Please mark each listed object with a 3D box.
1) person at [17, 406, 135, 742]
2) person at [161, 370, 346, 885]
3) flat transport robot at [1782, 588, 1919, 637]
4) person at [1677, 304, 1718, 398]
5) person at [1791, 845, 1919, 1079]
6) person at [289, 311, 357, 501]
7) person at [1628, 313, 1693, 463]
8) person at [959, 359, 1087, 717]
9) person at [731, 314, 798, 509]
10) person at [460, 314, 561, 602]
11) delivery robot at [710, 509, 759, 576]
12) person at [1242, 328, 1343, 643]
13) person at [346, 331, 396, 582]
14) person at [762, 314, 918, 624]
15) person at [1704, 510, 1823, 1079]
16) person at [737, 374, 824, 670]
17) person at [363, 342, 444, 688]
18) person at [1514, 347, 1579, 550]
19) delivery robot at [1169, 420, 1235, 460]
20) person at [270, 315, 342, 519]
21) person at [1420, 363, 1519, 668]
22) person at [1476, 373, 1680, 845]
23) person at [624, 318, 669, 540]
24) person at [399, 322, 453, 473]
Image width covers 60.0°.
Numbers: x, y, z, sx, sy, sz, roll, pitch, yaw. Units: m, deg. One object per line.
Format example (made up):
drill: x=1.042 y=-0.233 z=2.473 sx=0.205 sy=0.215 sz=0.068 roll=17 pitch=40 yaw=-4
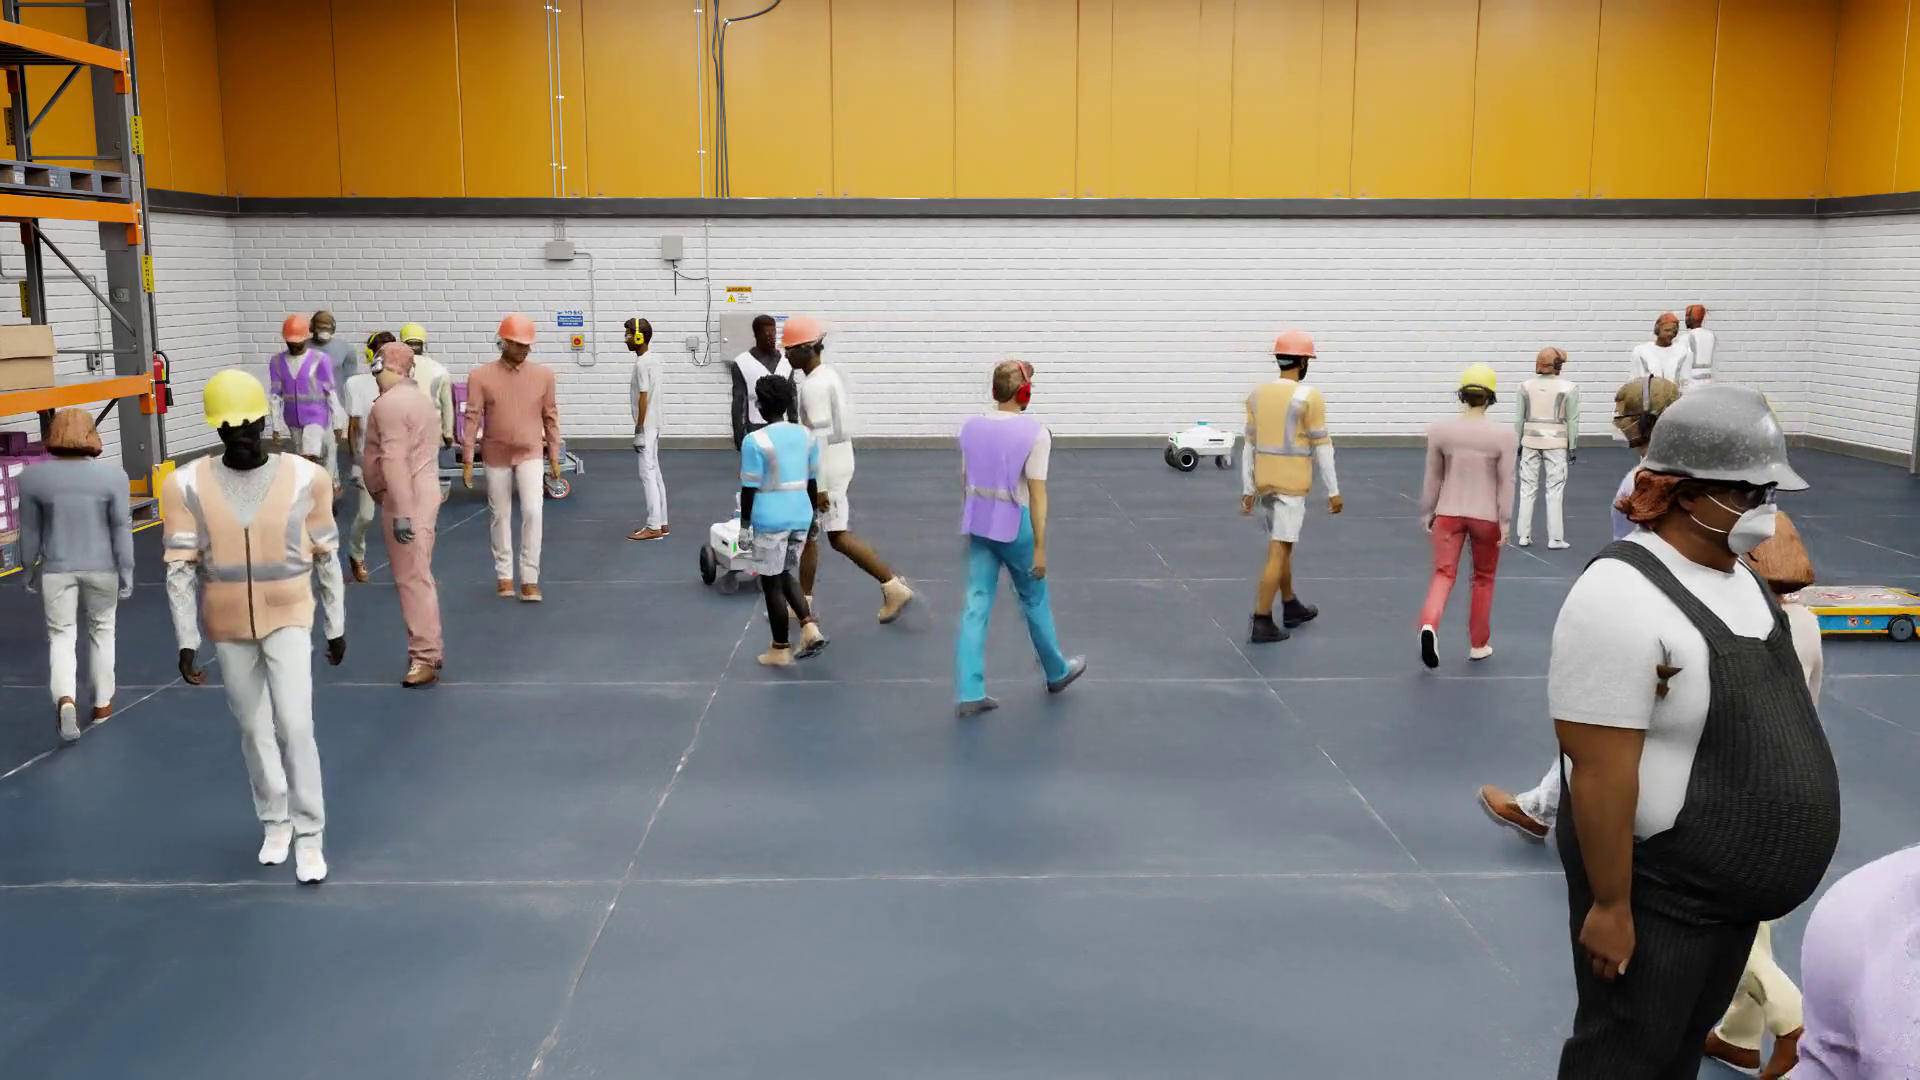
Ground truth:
person: x=-4.285 y=0.157 z=8.078 sx=0.512 sy=1.604 sz=0.737 roll=-4 pitch=10 yaw=-24
person: x=-2.600 y=0.329 z=6.138 sx=0.589 sy=1.894 sz=0.772 roll=-2 pitch=10 yaw=-14
flat transport robot: x=5.395 y=0.445 z=10.393 sx=1.431 sy=0.197 sz=0.652 roll=0 pitch=9 yaw=-1
person: x=8.397 y=-1.759 z=19.054 sx=0.576 sy=1.868 sz=0.430 roll=-4 pitch=10 yaw=-21
person: x=1.312 y=1.016 z=1.979 sx=0.656 sy=1.883 sz=0.799 roll=8 pitch=12 yaw=40
person: x=-6.094 y=-1.256 z=15.947 sx=0.652 sy=1.879 sz=1.001 roll=-2 pitch=9 yaw=-12
person: x=6.949 y=-1.337 z=16.601 sx=0.630 sy=1.831 sz=0.983 roll=2 pitch=10 yaw=13
person: x=0.296 y=-0.028 z=8.605 sx=0.593 sy=1.796 sz=0.935 roll=7 pitch=12 yaw=38
person: x=-1.681 y=-0.970 z=14.116 sx=0.605 sy=1.898 sz=0.784 roll=-8 pitch=12 yaw=-40
person: x=-3.036 y=-0.543 z=11.292 sx=0.679 sy=1.953 sz=0.854 roll=-3 pitch=10 yaw=-20
delivery robot: x=-1.539 y=0.024 z=11.825 sx=0.477 sy=0.478 sz=0.707 roll=-4 pitch=10 yaw=-21
person: x=2.074 y=-0.337 z=10.224 sx=0.887 sy=1.901 sz=0.571 roll=-7 pitch=11 yaw=-35
person: x=-4.114 y=-0.565 z=11.798 sx=0.533 sy=1.840 sz=0.875 roll=-7 pitch=12 yaw=-37
person: x=-0.751 y=-0.426 z=10.490 sx=0.944 sy=1.999 sz=0.633 roll=0 pitch=9 yaw=1
person: x=2.206 y=0.724 z=4.556 sx=0.520 sy=1.618 sz=0.434 roll=-7 pitch=11 yaw=-36
person: x=-1.024 y=-0.098 z=9.387 sx=0.364 sy=1.678 sz=0.551 roll=7 pitch=12 yaw=39
person: x=-3.093 y=-0.151 z=9.197 sx=0.416 sy=1.865 sz=0.806 roll=-1 pitch=9 yaw=-3
person: x=4.739 y=-0.737 z=13.470 sx=0.517 sy=1.636 sz=0.313 roll=8 pitch=12 yaw=40
delivery robot: x=2.732 y=-1.113 z=18.793 sx=0.707 sy=0.478 sz=0.477 roll=-1 pitch=9 yaw=-7
person: x=-5.772 y=-1.043 z=14.653 sx=0.557 sy=1.860 sz=0.993 roll=1 pitch=9 yaw=8
person: x=2.863 y=-0.131 z=9.435 sx=0.532 sy=1.740 sz=0.750 roll=6 pitch=11 yaw=32
person: x=2.538 y=0.313 z=6.287 sx=1.048 sy=1.871 sz=0.666 roll=8 pitch=12 yaw=40
person: x=-2.647 y=-0.930 z=13.980 sx=0.315 sy=1.857 sz=0.508 roll=0 pitch=9 yaw=0
person: x=-4.643 y=-0.942 z=14.176 sx=0.619 sy=1.811 sz=0.583 roll=-4 pitch=10 yaw=-25
